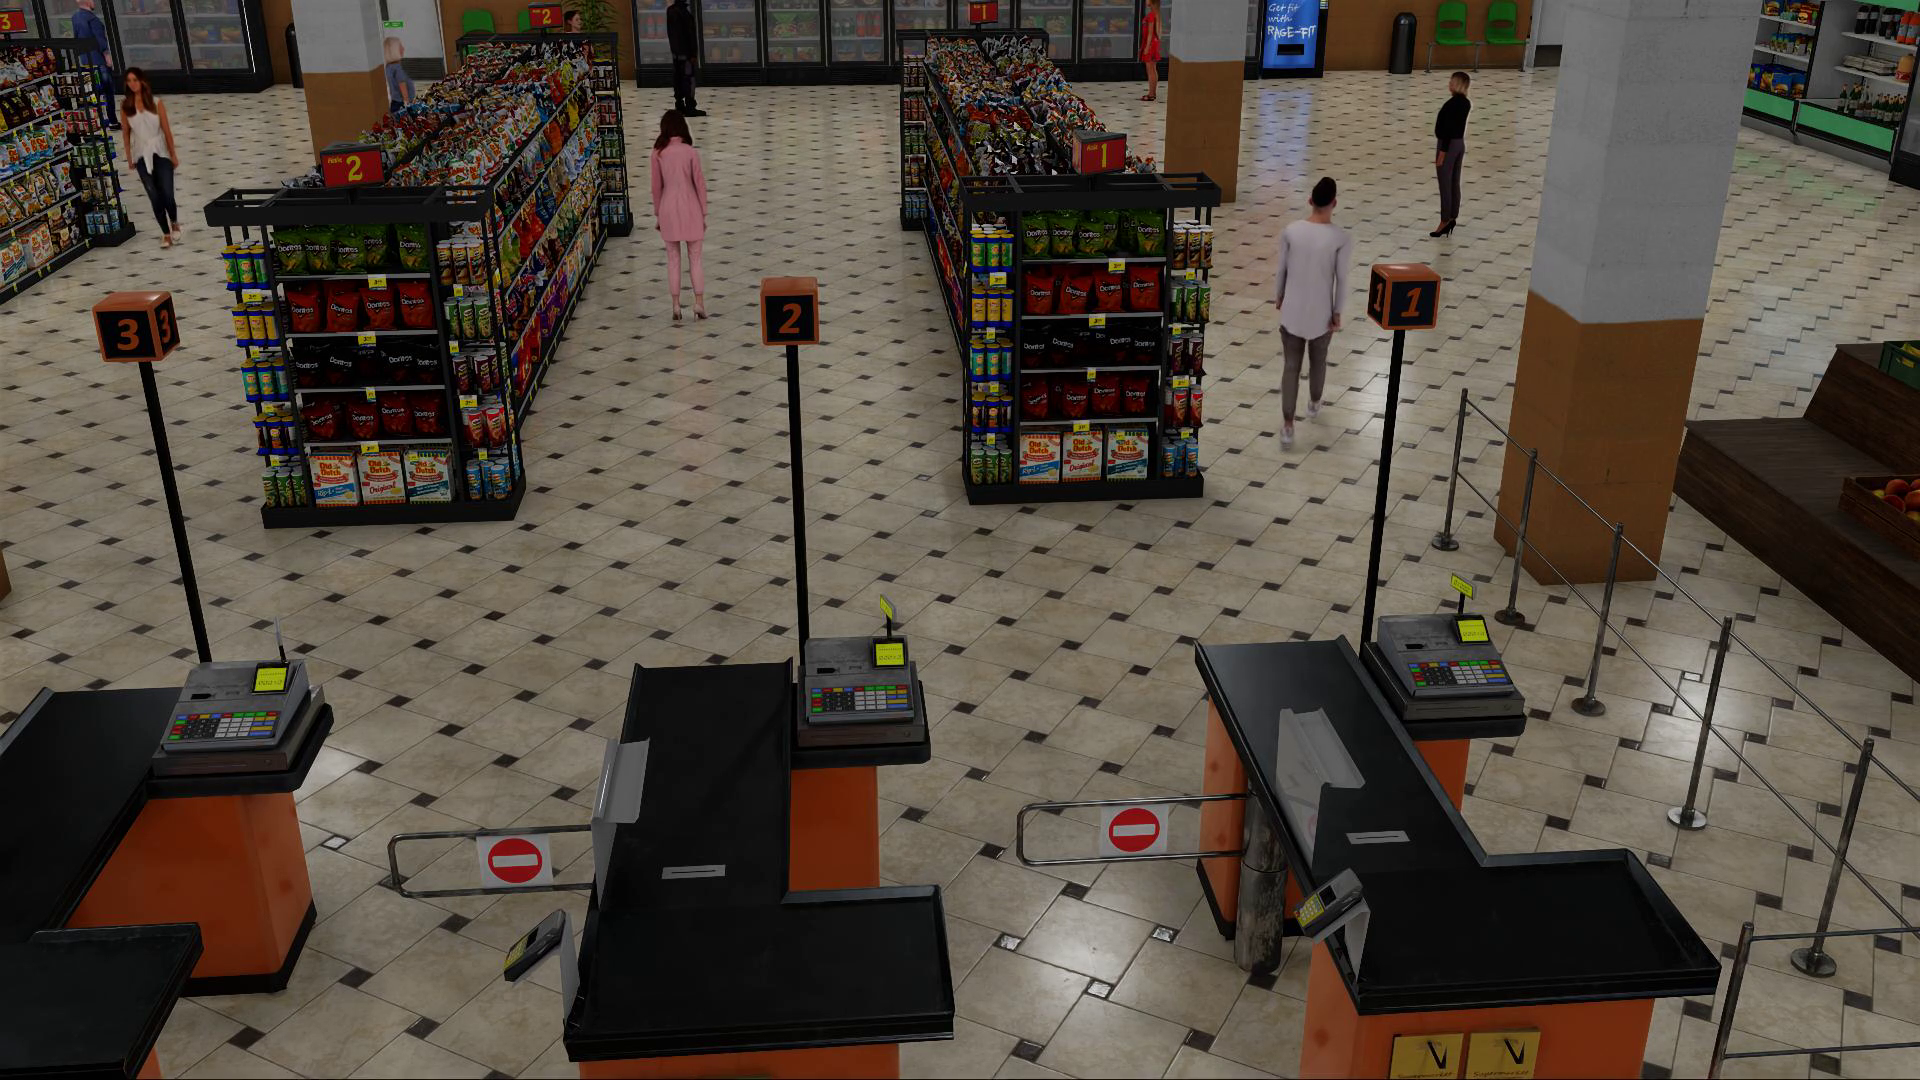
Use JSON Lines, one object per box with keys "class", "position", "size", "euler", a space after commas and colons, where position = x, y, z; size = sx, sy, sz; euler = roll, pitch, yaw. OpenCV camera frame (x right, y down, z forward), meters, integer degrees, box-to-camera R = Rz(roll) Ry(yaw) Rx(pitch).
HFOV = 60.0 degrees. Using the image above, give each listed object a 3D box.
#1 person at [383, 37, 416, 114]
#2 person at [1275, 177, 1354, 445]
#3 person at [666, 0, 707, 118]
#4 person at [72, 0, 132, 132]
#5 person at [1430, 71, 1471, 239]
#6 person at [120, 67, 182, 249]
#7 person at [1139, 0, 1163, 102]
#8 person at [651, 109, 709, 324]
{"class": "person", "position": [-6.499, -4.964, 19.342], "size": [0.710, 1.722, 0.605], "euler": [-16, 28, -32]}
{"class": "person", "position": [2.371, -1.533, 11.420], "size": [0.932, 1.787, 1.257], "euler": [6, 24, 14]}
{"class": "person", "position": [-4.015, -7.069, 24.024], "size": [0.849, 1.826, 0.765], "euler": [-21, 31, -39]}
{"class": "person", "position": [-11.898, -6.590, 22.930], "size": [0.805, 1.825, 0.784], "euler": [11, 26, 23]}
{"class": "person", "position": [5.061, -3.968, 17.131], "size": [0.740, 1.671, 0.679], "euler": [18, 30, 36]}
{"class": "person", "position": [-8.087, -3.847, 16.719], "size": [0.642, 1.778, 0.652], "euler": [-5, 24, -11]}
{"class": "person", "position": [2.925, -7.529, 25.365], "size": [0.707, 1.593, 0.600], "euler": [8, 25, 17]}
{"class": "person", "position": [-2.389, -2.754, 14.192], "size": [0.627, 1.802, 0.539], "euler": [0, 24, 0]}
